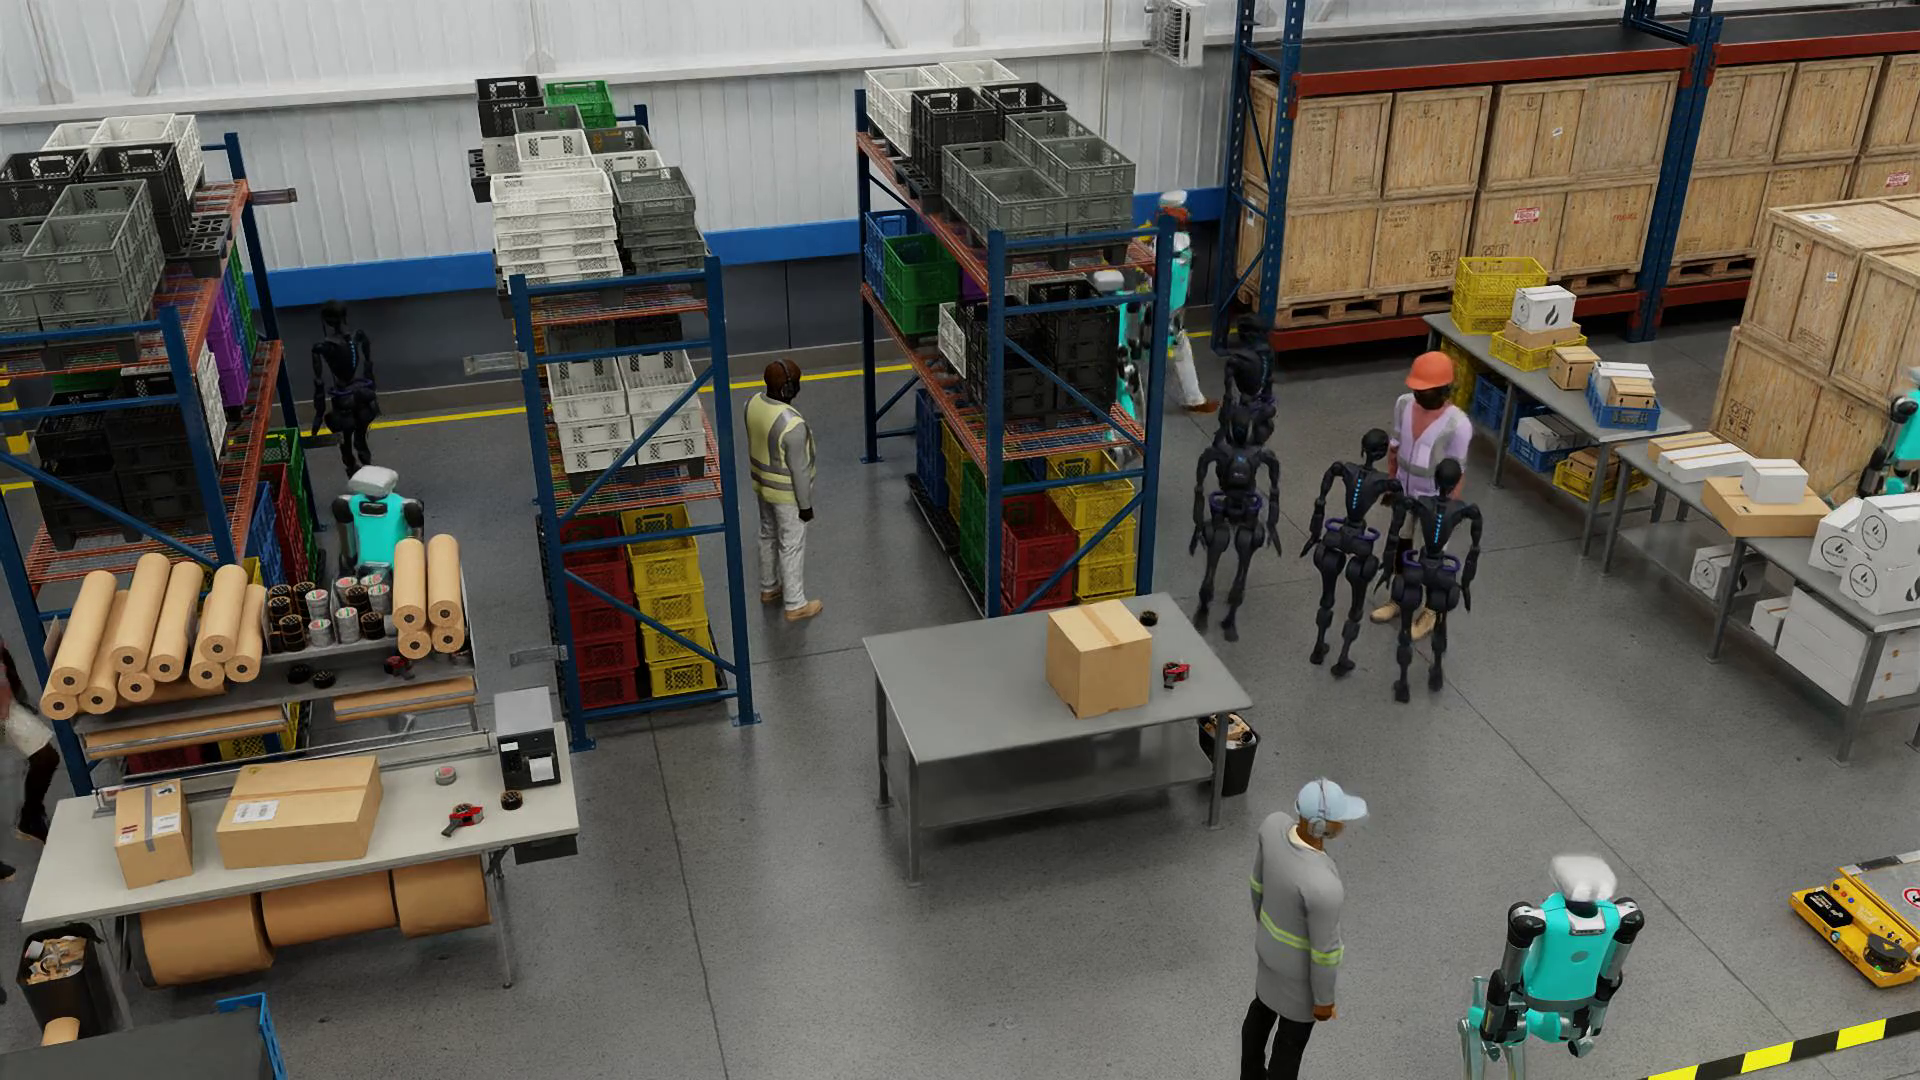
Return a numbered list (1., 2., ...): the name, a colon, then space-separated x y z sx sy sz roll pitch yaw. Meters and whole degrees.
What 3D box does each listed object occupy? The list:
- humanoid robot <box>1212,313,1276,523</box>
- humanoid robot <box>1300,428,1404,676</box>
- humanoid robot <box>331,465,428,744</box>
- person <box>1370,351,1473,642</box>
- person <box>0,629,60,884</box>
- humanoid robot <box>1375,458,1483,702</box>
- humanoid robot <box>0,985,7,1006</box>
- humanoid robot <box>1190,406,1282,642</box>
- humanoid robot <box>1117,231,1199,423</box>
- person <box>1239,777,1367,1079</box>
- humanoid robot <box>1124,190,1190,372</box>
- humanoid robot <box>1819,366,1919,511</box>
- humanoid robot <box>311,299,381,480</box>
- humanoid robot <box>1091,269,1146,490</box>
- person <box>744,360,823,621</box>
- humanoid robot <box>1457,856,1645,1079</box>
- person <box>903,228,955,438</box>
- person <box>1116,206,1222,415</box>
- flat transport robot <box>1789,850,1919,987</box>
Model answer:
1. humanoid robot: 2.129 -0.886 12.315 0.589 1.635 0.353 -24 37 -36
2. humanoid robot: 2.452 0.072 10.583 0.613 1.634 0.465 15 32 25
3. humanoid robot: -3.402 0.552 9.729 0.554 1.879 0.801 1 29 2
4. person: 2.983 -0.285 10.861 0.433 2.033 0.601 -18 34 -29
5. person: -5.140 0.932 8.734 0.597 1.934 0.647 6 29 11
6. humanoid robot: 2.884 0.222 10.294 0.585 1.653 0.410 7 30 12
7. humanoid robot: -4.529 1.909 7.230 0.595 1.647 0.452 -18 33 -29
8. humanoid robot: 1.817 -0.097 10.879 0.603 1.653 0.326 3 29 5
9. humanoid robot: 1.548 -1.731 13.824 0.766 1.802 0.550 23 36 36
10. person: 1.485 1.797 7.247 0.396 1.850 0.597 -9 30 -16
11. humanoid robot: 1.648 -2.184 14.677 0.649 1.863 0.550 11 31 19
12. humanoid robot: 6.253 -0.454 11.522 0.550 1.827 0.876 -9 30 -17
13. humanoid robot: -4.664 -1.022 12.559 0.399 1.652 0.609 15 32 25
14. humanoid robot: 1.214 -1.063 12.628 0.551 1.827 0.903 -8 30 -14
15. person: -1.176 -0.345 11.169 0.431 1.835 0.622 -20 35 -32
16. humanoid robot: 2.405 1.891 7.053 0.533 1.681 0.735 -2 29 -4
17. person: -0.192 -1.722 13.701 0.589 1.803 0.606 -11 31 -18
18. person: 1.734 -1.929 14.050 0.981 1.843 0.576 0 29 0
19. flat transport robot: 5.163 1.916 8.676 1.431 0.231 0.659 -8 30 -14
